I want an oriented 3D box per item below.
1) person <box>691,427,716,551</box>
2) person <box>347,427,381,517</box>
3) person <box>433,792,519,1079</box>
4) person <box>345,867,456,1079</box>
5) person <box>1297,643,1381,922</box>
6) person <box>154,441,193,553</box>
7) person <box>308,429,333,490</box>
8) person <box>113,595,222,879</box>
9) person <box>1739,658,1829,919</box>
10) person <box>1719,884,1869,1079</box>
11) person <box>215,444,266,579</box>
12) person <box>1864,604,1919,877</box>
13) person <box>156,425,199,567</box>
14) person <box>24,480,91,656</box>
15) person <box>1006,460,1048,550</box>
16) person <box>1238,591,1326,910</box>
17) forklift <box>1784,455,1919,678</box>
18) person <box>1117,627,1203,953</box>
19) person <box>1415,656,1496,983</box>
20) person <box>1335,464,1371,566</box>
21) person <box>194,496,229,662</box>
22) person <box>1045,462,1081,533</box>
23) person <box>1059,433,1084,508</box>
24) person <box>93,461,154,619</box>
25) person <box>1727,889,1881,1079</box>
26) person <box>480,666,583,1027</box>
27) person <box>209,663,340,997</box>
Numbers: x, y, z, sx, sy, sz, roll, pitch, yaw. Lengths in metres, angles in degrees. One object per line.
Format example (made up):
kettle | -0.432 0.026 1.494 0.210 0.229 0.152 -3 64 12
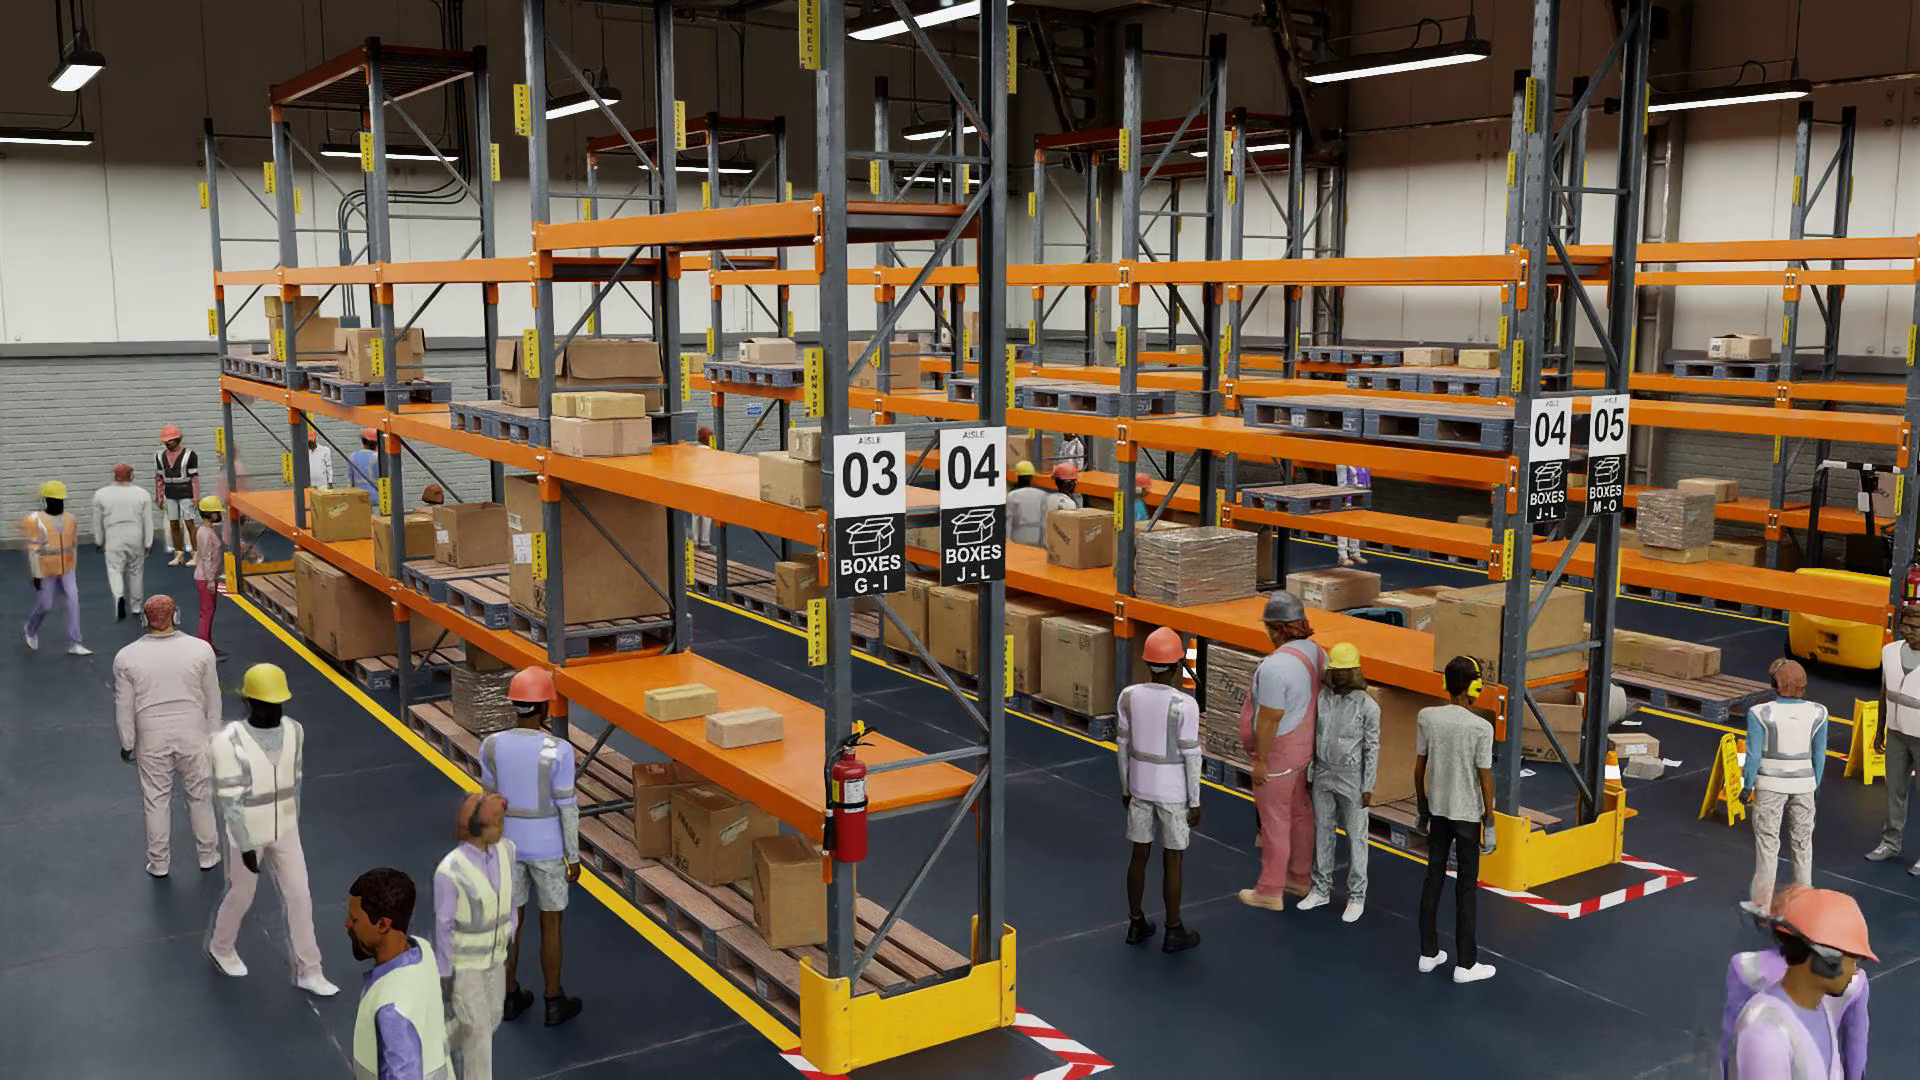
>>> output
person | -3.854 -0.761 24.999 0.611 1.874 0.390 3 9 19
person | -8.258 -0.575 23.248 0.632 2.028 0.467 4 9 24
person | -2.345 1.948 7.821 0.639 1.614 0.514 4 9 24
person | -1.967 2.084 5.892 0.388 1.919 0.593 -2 9 -16
person | 2.365 1.497 10.379 0.488 1.744 0.295 8 11 41
person | -11.741 -0.740 24.864 0.527 1.871 0.335 -2 9 -14
person | -10.329 -0.937 26.602 0.575 1.739 0.348 -4 9 -22
person | -5.282 1.305 11.135 0.639 1.904 0.407 -4 10 -27
person | 5.124 1.551 10.360 0.512 1.642 0.312 0 9 0
person | 3.216 2.140 6.447 0.514 1.639 0.314 3 9 21
person | -9.820 -0.403 22.565 0.508 1.888 0.642 -5 10 -28
person | 6.450 1.328 11.216 0.393 1.836 0.561 -3 9 -22
person | -11.063 -0.617 23.516 0.618 2.030 0.410 1 9 6
person | -9.759 0.294 17.872 0.800 1.899 0.589 5 10 30
person | 0.812 0.000 19.842 0.588 1.900 0.836 -5 10 -31
person | 2.049 1.313 10.619 0.535 2.000 0.685 7 11 41
forklift | 9.643 0.253 17.172 2.313 2.155 1.214 -6 10 -33
person | 1.196 1.474 9.871 0.551 1.942 0.344 6 11 36
person | 2.825 1.575 9.466 0.329 1.865 0.514 -8 11 -41
person | 5.634 -0.555 23.742 0.620 1.837 0.429 -7 11 -38
person | -7.906 0.409 17.591 0.351 1.759 0.523 -3 9 -20
person | 1.154 0.161 18.273 0.365 2.048 0.608 -4 9 -23
person | 1.815 -1.044 27.050 0.405 1.824 0.591 -5 10 -28
person | -9.951 0.010 19.827 0.651 1.882 0.782 -5 10 -29
person | 2.682 2.116 5.544 0.648 1.969 1.097 -8 11 -41
person | -2.270 1.628 8.901 0.546 1.928 0.384 2 9 14
person | -3.922 1.590 9.306 0.924 1.883 0.573 6 10 35
